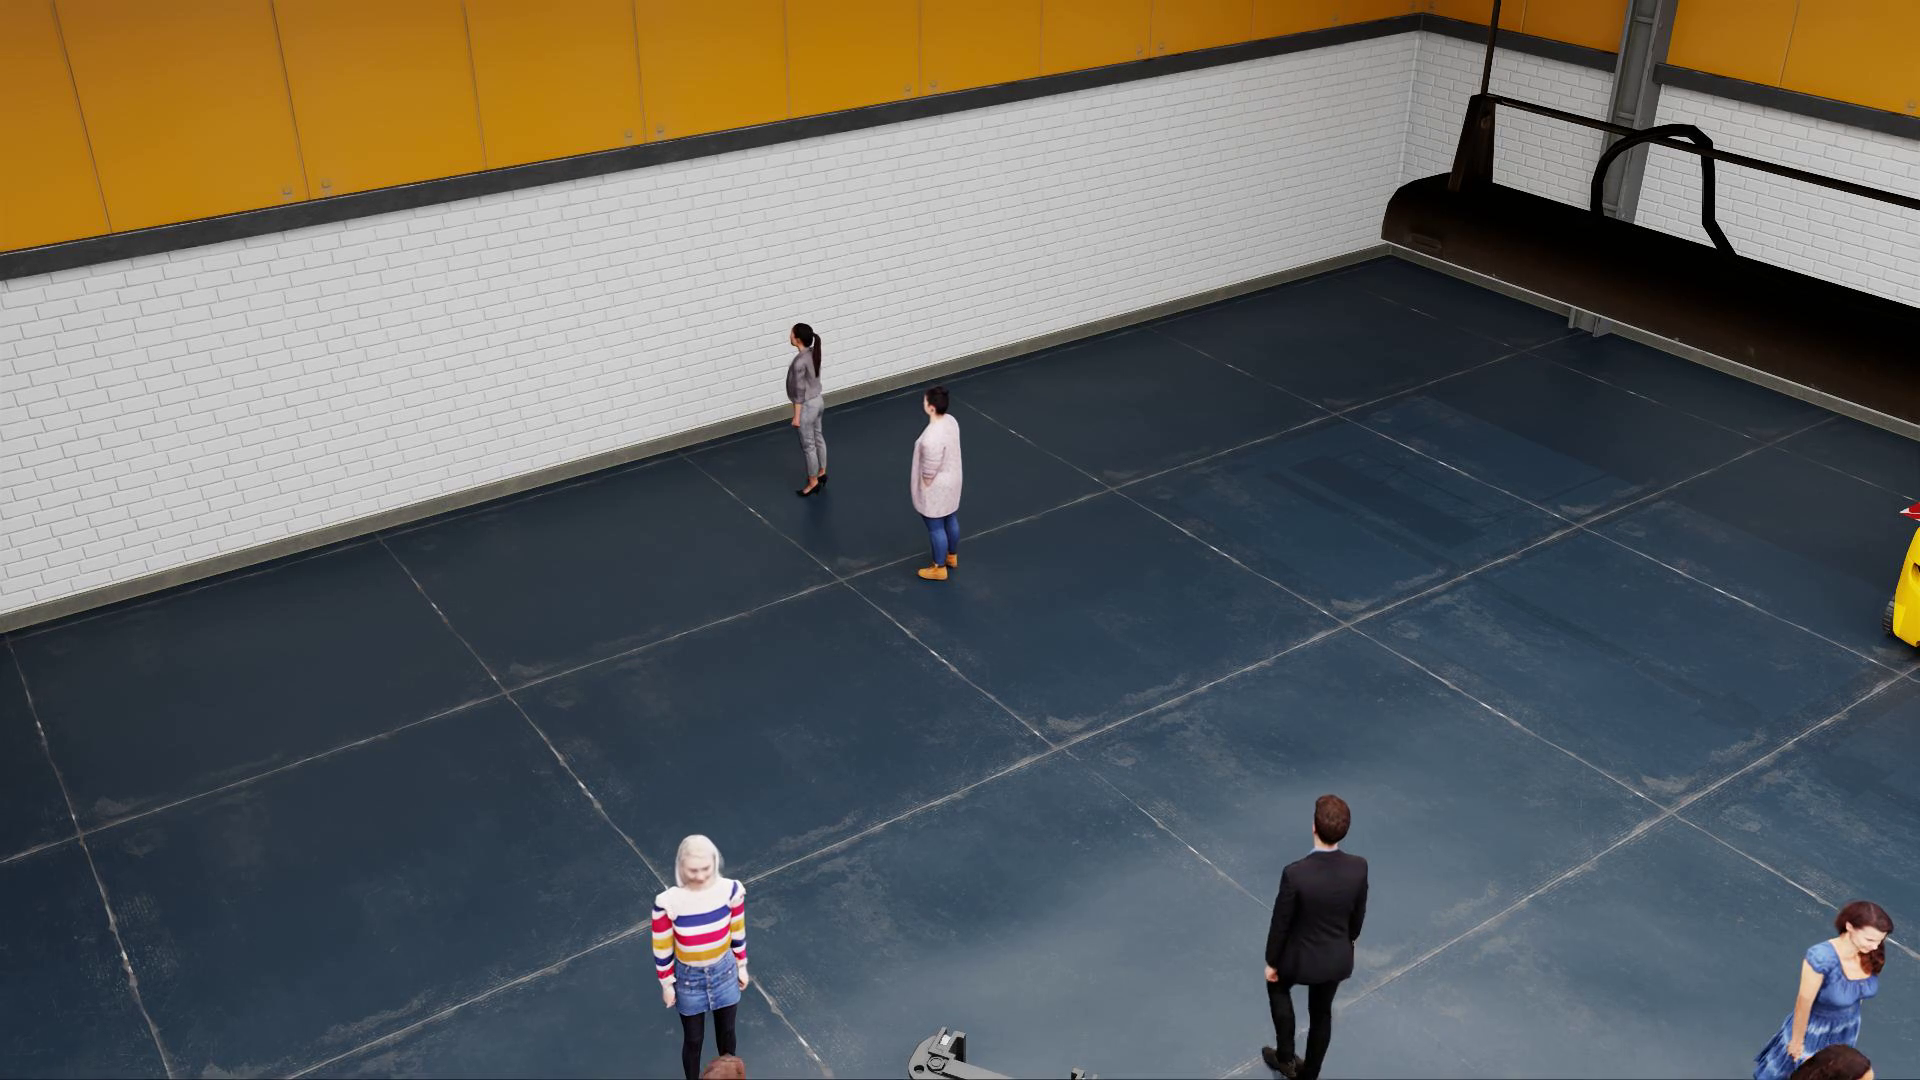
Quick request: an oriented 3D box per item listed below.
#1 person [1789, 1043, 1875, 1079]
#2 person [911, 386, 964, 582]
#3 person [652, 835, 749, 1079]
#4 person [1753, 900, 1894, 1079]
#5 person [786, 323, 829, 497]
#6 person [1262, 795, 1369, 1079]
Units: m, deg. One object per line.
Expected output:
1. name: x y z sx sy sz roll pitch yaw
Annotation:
1. person: 3.875 2.946 7.801 1.165 1.578 0.883 16 32 27
2. person: -0.171 -0.494 13.937 0.804 1.742 0.797 13 31 22
3. person: -1.343 2.290 8.761 0.698 1.811 0.601 -11 31 -19
4. person: 4.306 2.520 8.345 0.712 1.806 0.644 -12 31 -20
5. person: -1.397 -1.202 15.303 0.755 1.676 0.721 9 30 16
6. person: 1.901 2.233 8.799 0.831 1.876 0.805 -6 29 -11
